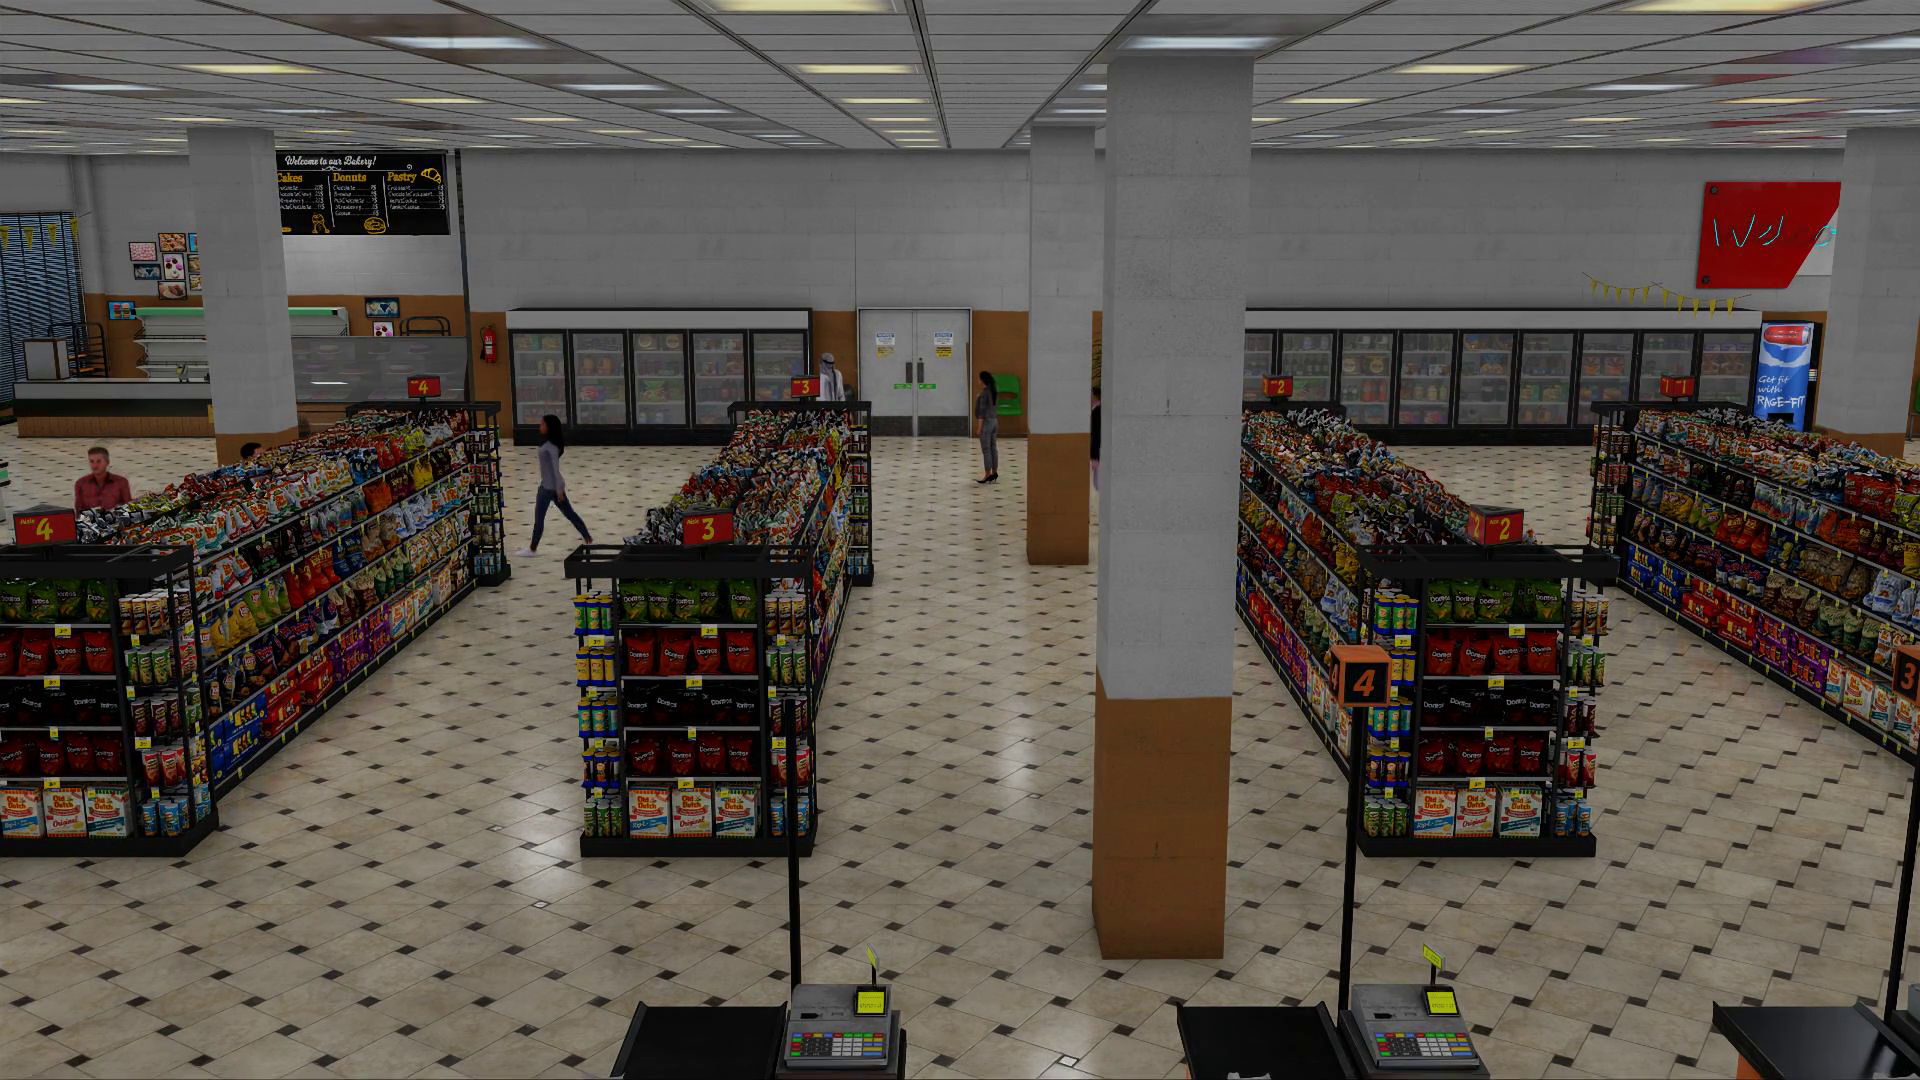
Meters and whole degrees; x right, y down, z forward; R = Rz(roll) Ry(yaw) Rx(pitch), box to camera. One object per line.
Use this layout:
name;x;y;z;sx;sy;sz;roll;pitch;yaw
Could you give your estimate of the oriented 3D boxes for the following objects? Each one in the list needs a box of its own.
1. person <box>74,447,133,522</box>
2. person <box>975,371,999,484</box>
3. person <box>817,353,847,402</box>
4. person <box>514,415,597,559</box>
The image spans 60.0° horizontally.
person;-8.544;-0.034;16.691;0.868;1.798;1.221;-3;12;-12
person;0.417;-1.689;24.846;0.775;1.677;0.678;7;14;30
person;-1.967;-1.866;25.085;0.880;1.926;0.782;7;14;32
person;-4.707;-0.608;19.687;0.809;1.688;1.156;-2;12;-10
